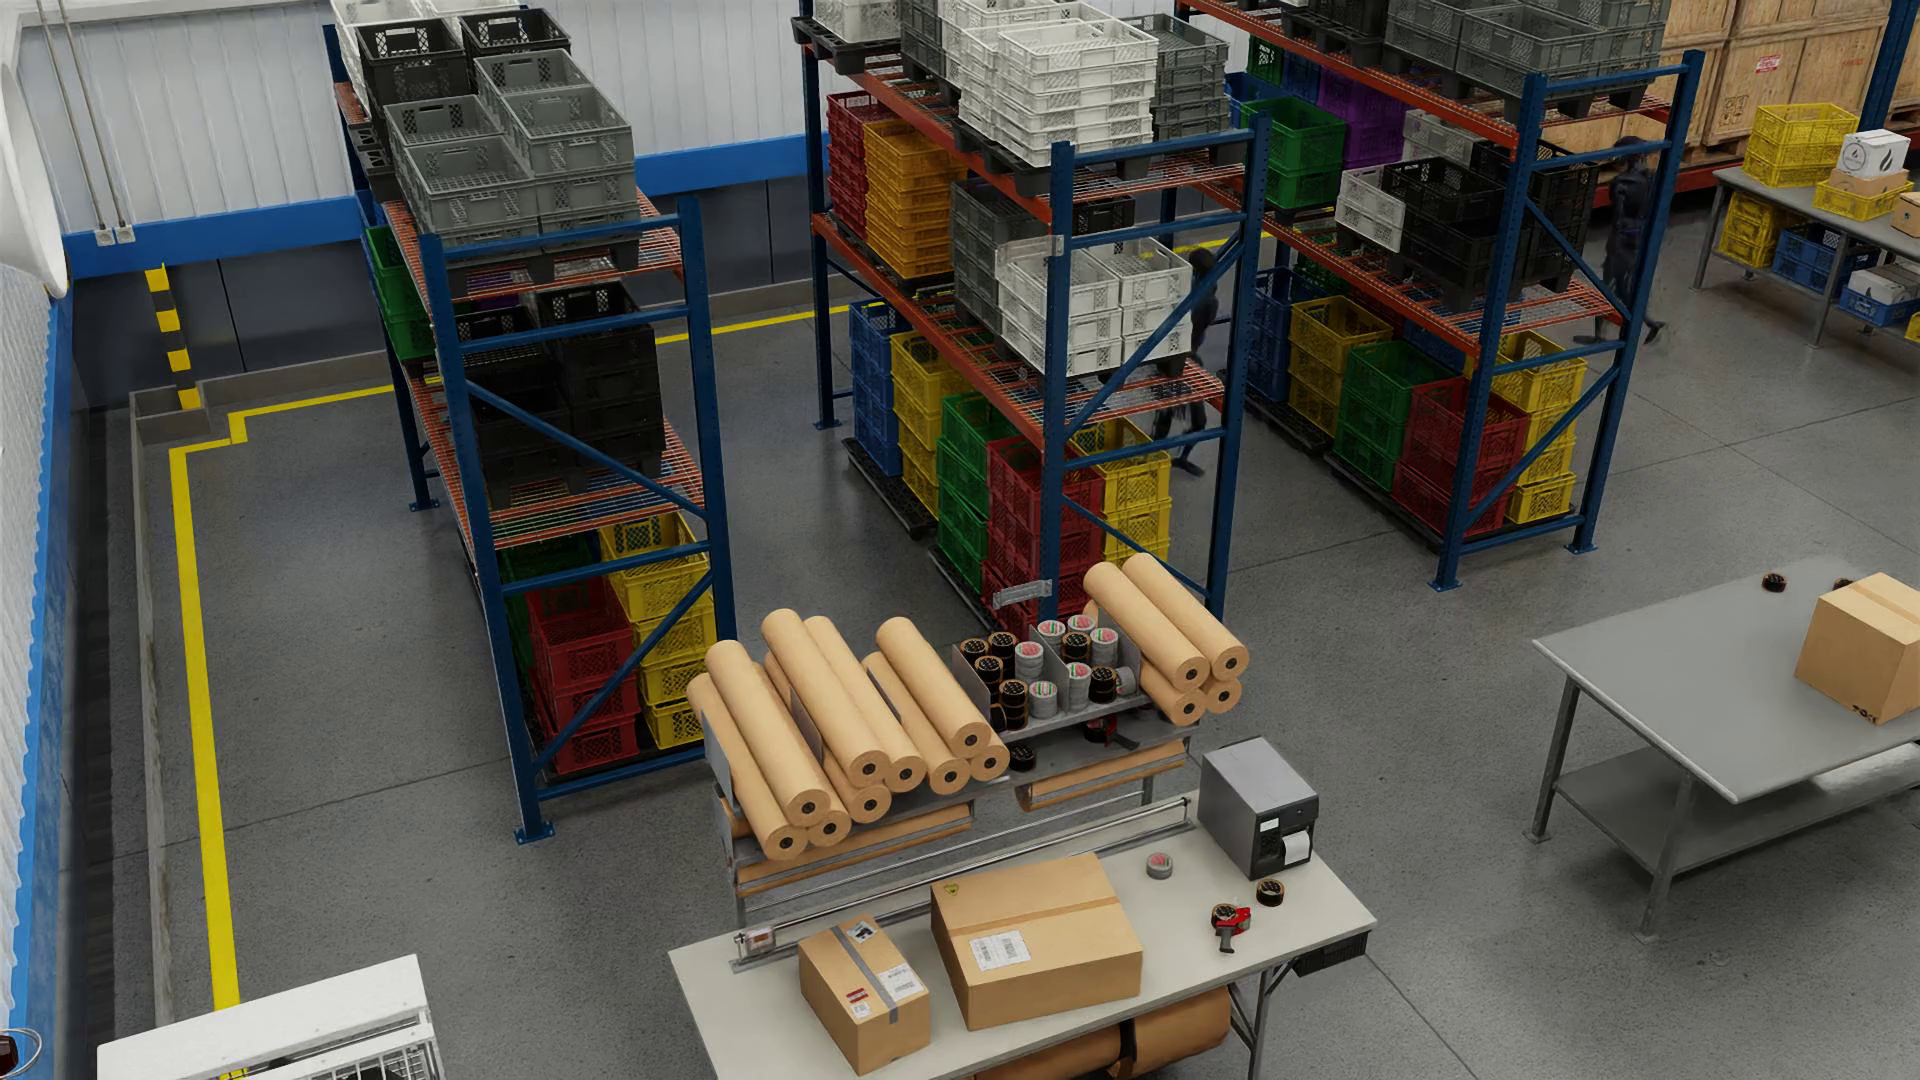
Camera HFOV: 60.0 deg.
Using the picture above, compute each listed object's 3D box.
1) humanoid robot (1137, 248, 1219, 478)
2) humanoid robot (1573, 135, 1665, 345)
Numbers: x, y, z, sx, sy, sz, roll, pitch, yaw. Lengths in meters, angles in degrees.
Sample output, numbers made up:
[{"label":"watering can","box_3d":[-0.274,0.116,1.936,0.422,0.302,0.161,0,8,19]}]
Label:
[{"label":"humanoid robot","box_3d":[1.369,-1.091,10.413,0.558,1.625,0.594,22,38,32]},{"label":"humanoid robot","box_3d":[4.930,-2.152,12.139,0.556,1.634,0.648,20,37,29]}]
